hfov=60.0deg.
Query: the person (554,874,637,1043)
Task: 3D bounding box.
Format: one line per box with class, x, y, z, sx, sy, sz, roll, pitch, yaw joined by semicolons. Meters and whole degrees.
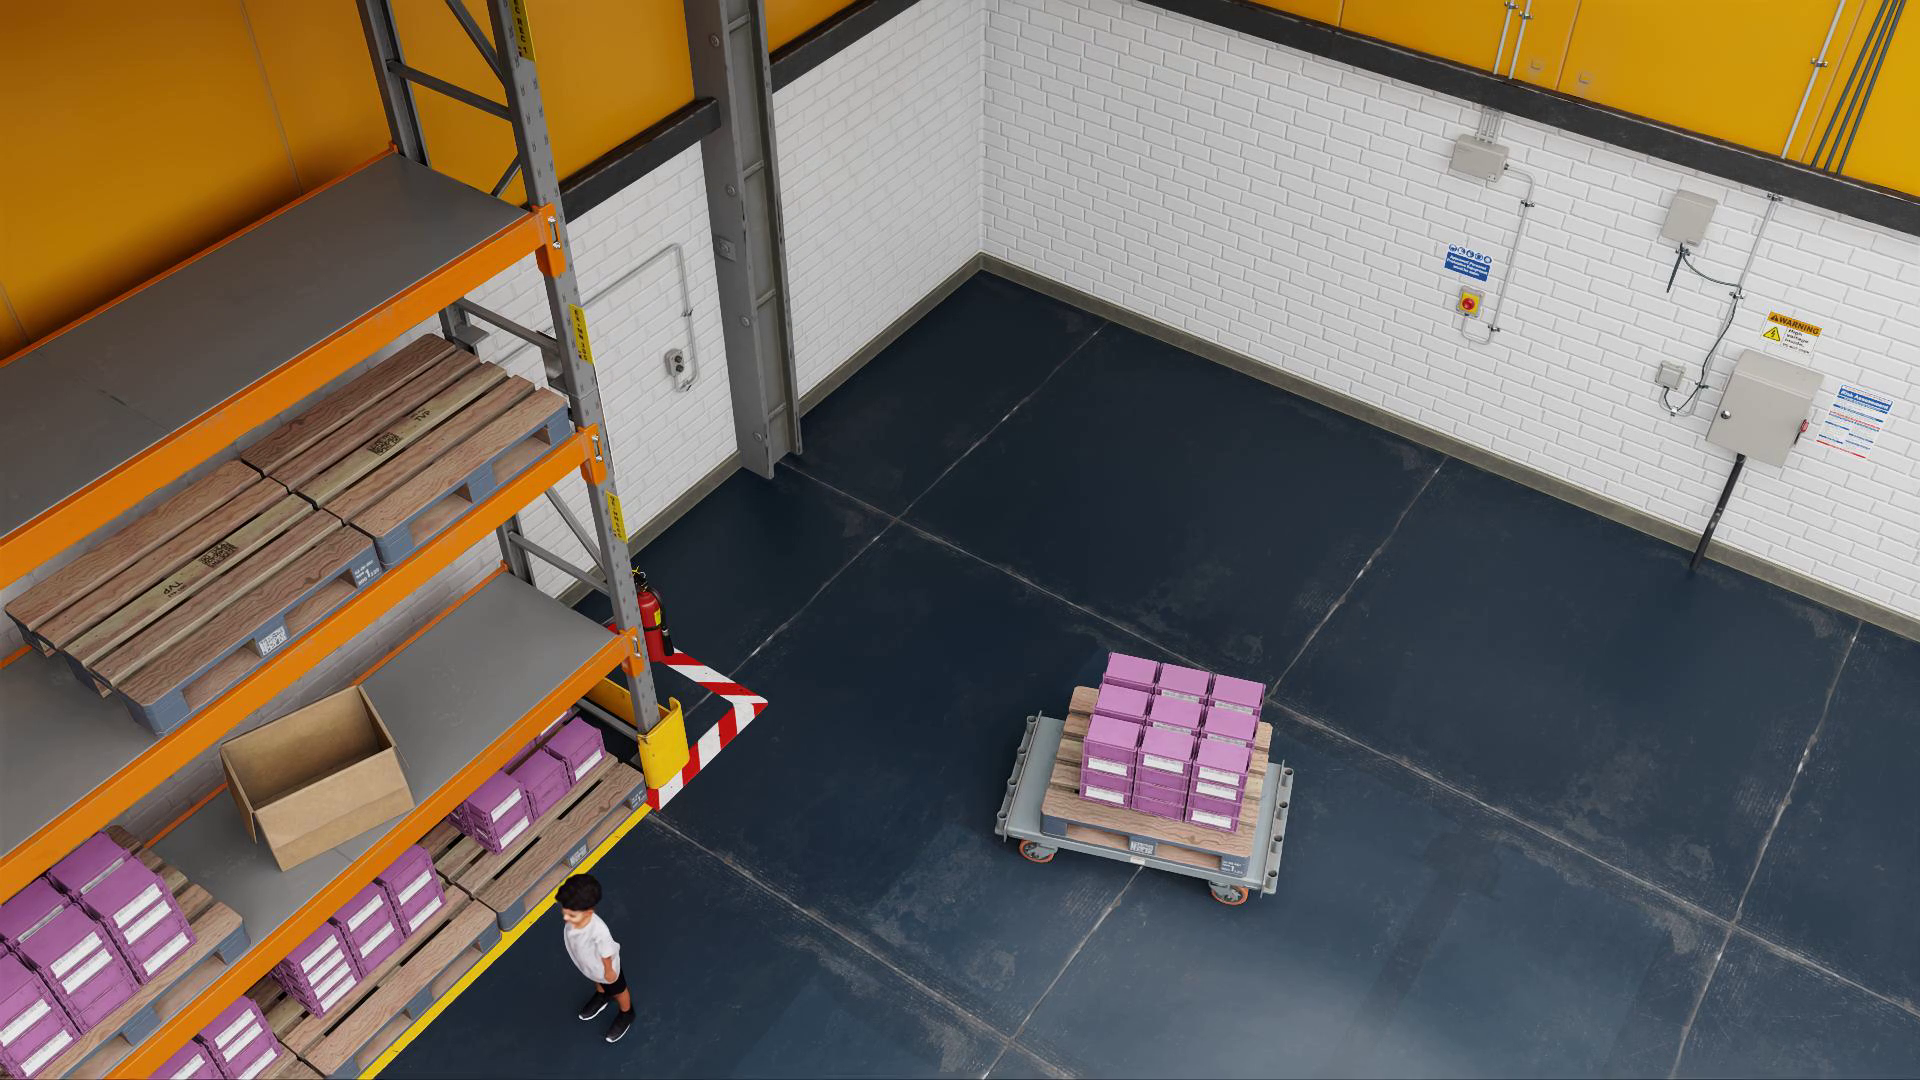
person;-1.912;2.159;8.738;0.488;1.255;0.485;29;51;27
